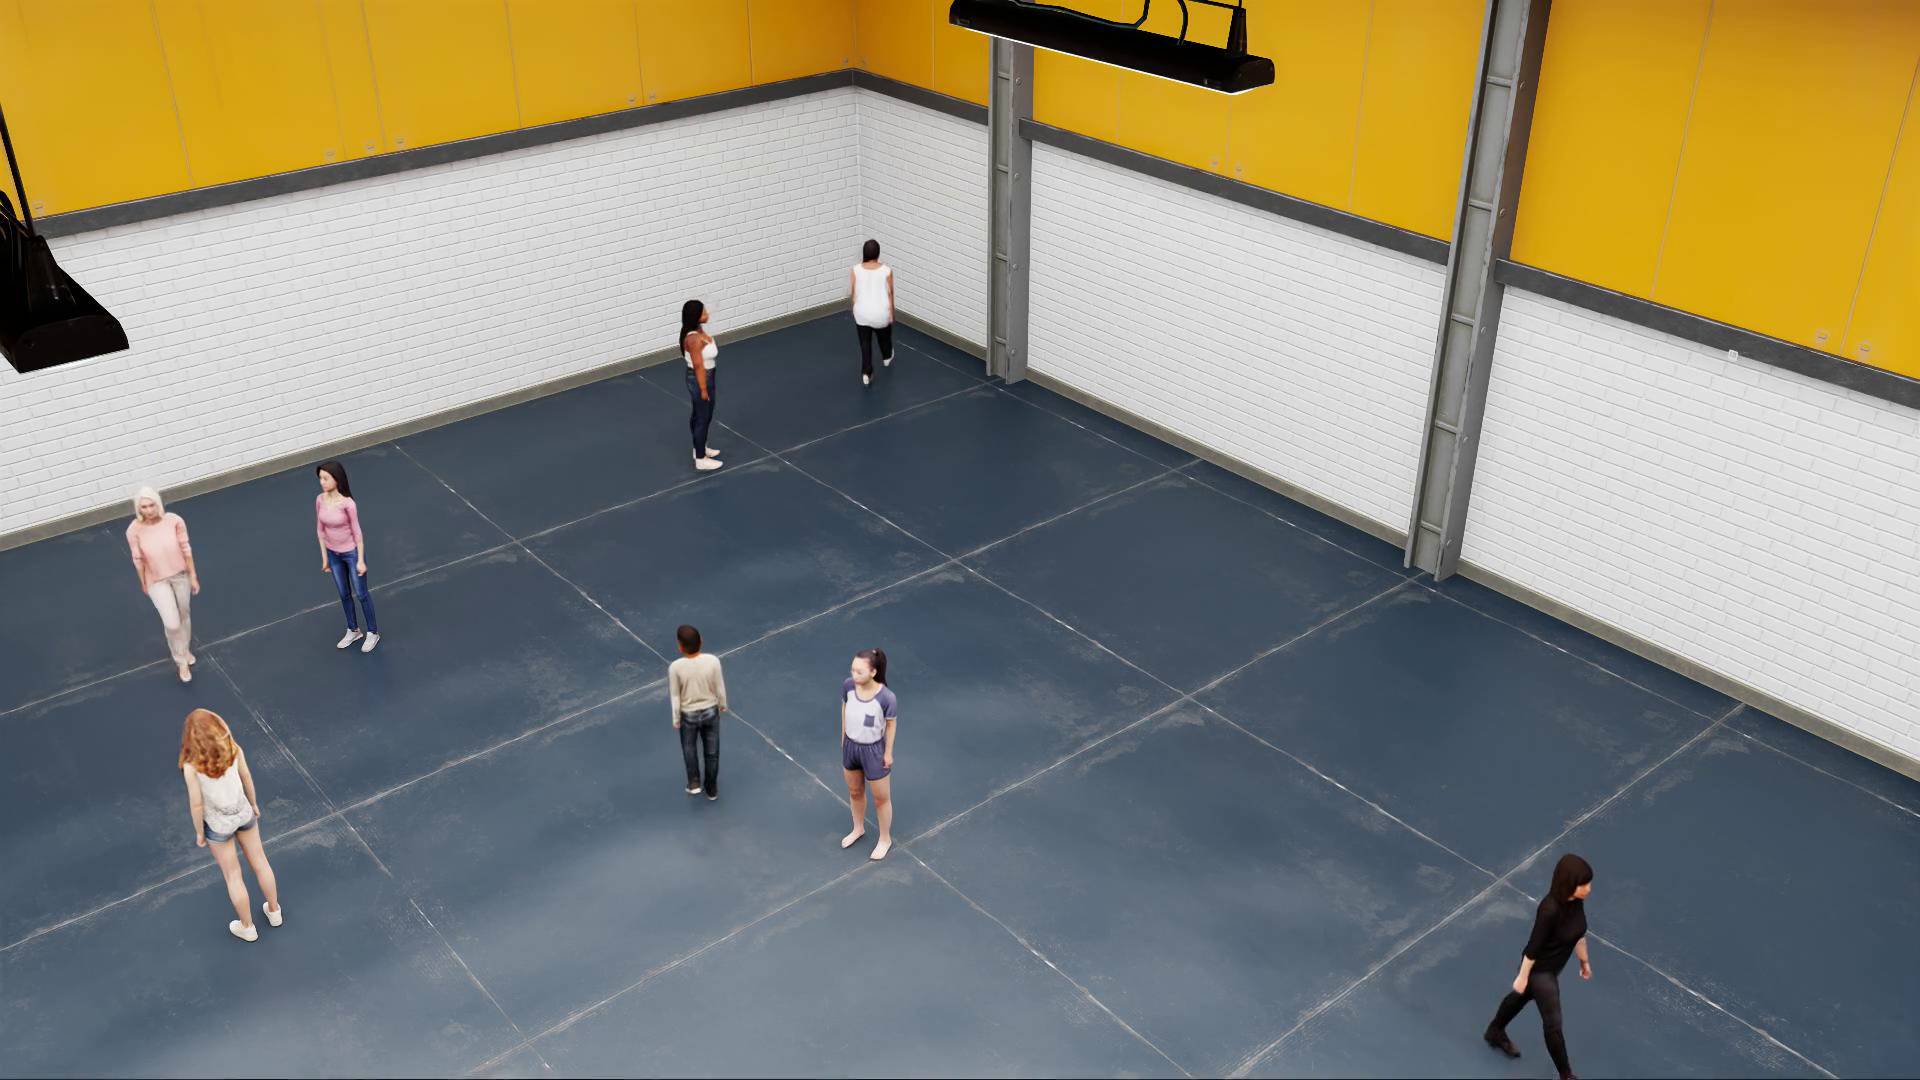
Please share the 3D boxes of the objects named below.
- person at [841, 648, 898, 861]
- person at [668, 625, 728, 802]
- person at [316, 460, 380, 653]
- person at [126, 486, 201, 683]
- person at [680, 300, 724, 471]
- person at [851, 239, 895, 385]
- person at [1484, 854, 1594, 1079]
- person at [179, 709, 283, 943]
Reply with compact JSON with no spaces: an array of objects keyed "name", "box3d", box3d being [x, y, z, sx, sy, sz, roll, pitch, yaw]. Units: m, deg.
[{"name":"person","box3d":[-0.646,1.477,11.632,0.567,1.650,0.714,16,33,27]},{"name":"person","box3d":[-1.896,1.311,12.142,0.639,1.454,0.650,-6,29,-11]},{"name":"person","box3d":[-5.177,0.124,14.018,0.602,1.742,0.713,10,30,18]},{"name":"person","box3d":[-6.567,0.283,13.766,0.595,1.704,0.752,-21,35,-33]},{"name":"person","box3d":[-2.692,-1.619,17.143,0.802,1.809,0.693,-6,29,-11]},{"name":"person","box3d":[-1.019,-2.595,19.099,1.101,1.649,1.121,4,29,8]},{"name":"person","box3d":[3.391,2.475,9.843,0.641,1.611,1.023,-24,37,-37]},{"name":"person","box3d":[-4.745,1.853,10.834,0.547,1.754,0.599,24,36,36]}]
